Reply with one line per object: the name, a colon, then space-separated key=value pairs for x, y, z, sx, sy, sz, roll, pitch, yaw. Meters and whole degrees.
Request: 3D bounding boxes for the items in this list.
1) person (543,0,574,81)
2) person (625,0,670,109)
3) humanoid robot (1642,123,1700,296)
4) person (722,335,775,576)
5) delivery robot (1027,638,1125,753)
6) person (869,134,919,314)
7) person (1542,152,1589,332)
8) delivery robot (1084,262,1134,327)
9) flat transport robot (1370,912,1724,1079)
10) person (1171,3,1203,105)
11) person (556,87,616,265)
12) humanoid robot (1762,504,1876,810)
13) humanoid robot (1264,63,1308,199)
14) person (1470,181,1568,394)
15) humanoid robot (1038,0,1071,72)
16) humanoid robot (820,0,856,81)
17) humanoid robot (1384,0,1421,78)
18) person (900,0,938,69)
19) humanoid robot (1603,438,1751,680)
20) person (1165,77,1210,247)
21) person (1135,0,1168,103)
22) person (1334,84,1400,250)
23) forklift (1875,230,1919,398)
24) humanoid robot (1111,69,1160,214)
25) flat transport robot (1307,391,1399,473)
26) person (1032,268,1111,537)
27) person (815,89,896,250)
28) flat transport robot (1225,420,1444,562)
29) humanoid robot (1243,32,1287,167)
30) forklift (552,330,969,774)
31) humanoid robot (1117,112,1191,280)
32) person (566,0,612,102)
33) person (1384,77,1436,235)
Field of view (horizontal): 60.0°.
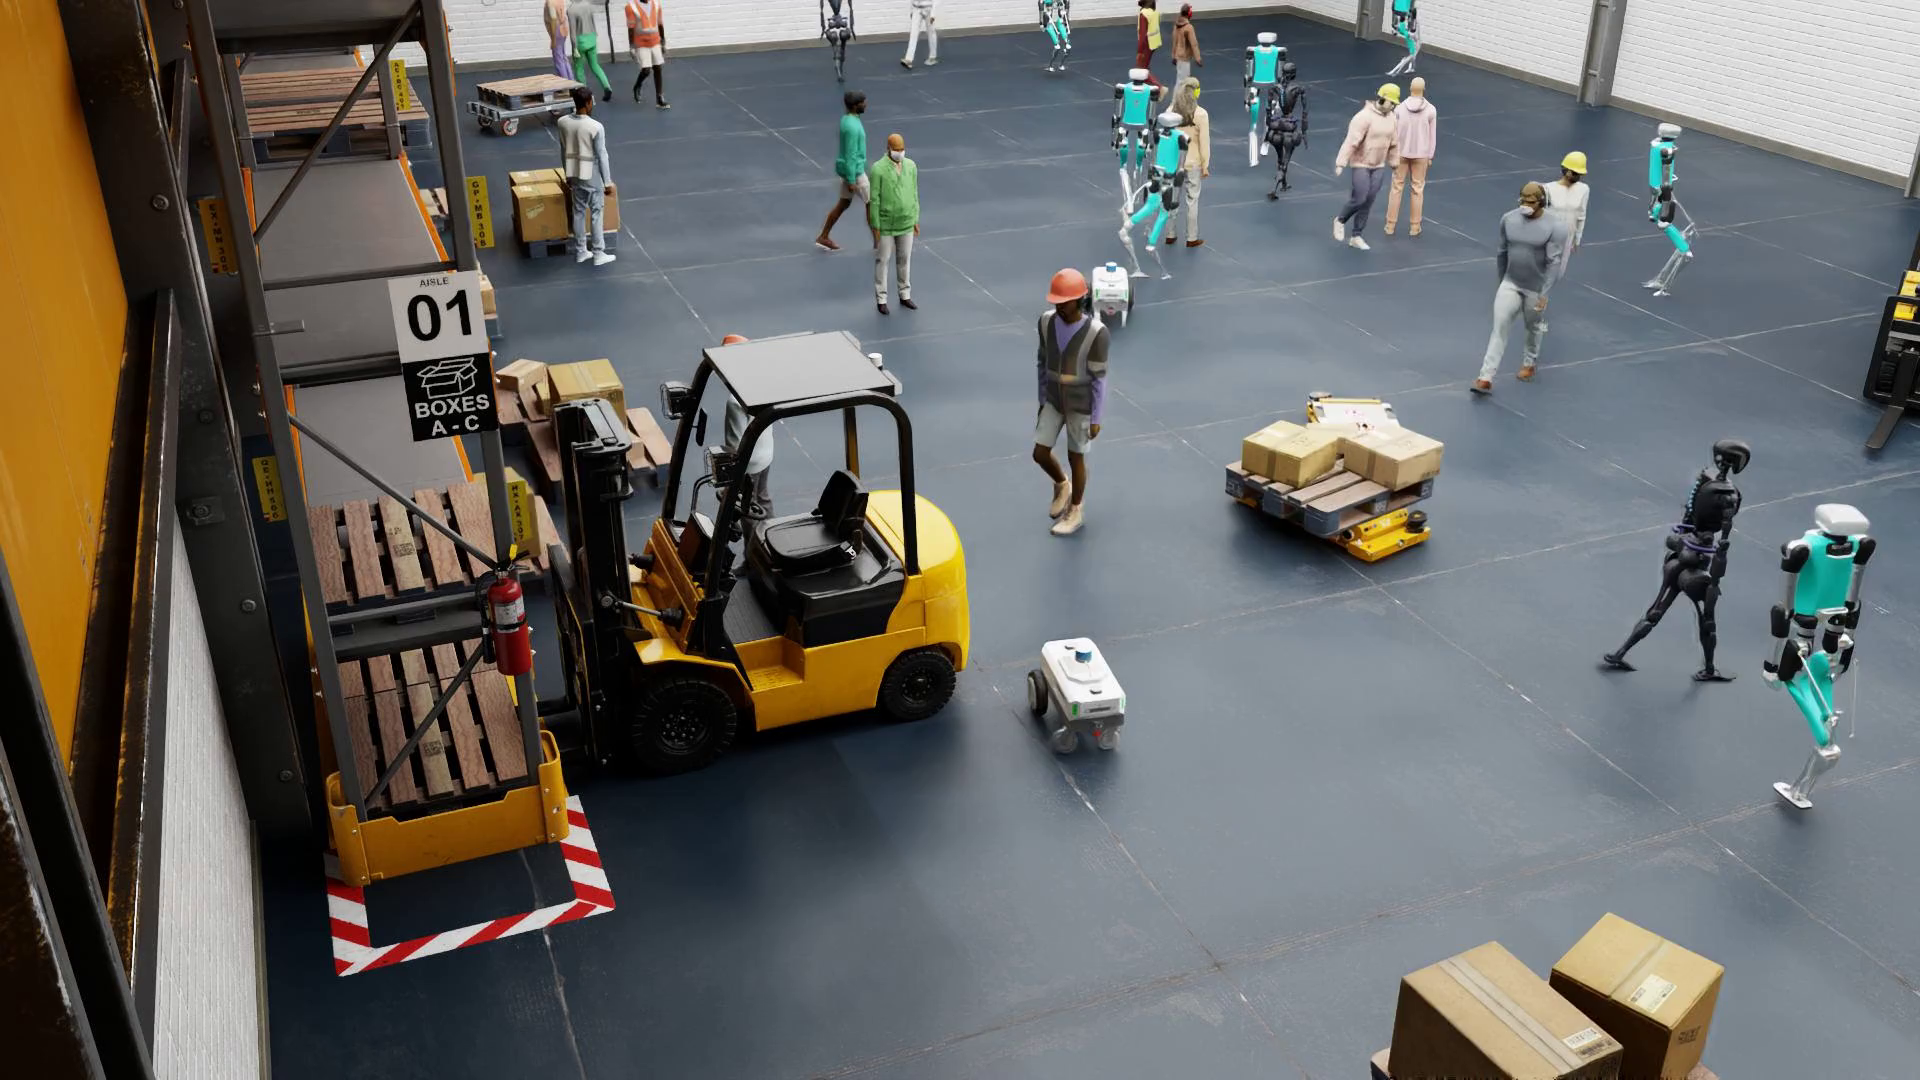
person: x=-6.235 y=-7.805 z=25.779 sx=0.379 sy=1.844 sz=0.583 roll=-2 pitch=27 yaw=-4
person: x=-4.708 y=-7.460 z=24.965 sx=0.684 sy=1.939 sz=0.542 roll=-21 pitch=33 yaw=-35
humanoid robot: x=7.330 y=-3.365 z=17.033 sx=0.706 sy=1.772 sz=0.531 roll=3 pitch=27 yaw=7
person: x=-1.482 y=-0.584 z=11.508 sx=0.352 sy=1.742 sz=0.572 roll=7 pitch=28 yaw=14
delivery robot: x=0.711 y=0.885 z=9.901 sx=0.515 sy=0.588 sz=0.759 roll=-6 pitch=27 yaw=-12
person: x=-0.651 y=-3.157 z=16.585 sx=0.535 sy=1.782 sz=0.384 roll=-13 pitch=30 yaw=-25
person: x=5.787 y=-2.973 z=16.272 sx=0.545 sy=1.735 sz=0.697 roll=-3 pitch=27 yaw=-7
delivery robot: x=1.497 y=-2.468 z=16.584 sx=0.499 sy=0.600 sz=0.801 roll=1 pitch=27 yaw=2
flat transport robot: x=2.491 y=2.527 z=6.961 sx=0.659 sy=0.231 sz=1.431 roll=-13 pitch=29 yaw=-24
person: x=3.347 y=-7.061 z=24.509 sx=0.526 sy=1.637 sz=0.495 roll=-10 pitch=28 yaw=-18
person: x=-4.036 y=-3.915 z=17.955 sx=0.597 sy=1.909 sz=0.399 roll=12 pitch=29 yaw=22
humanoid robot: x=4.666 y=0.766 z=8.921 sx=0.538 sy=1.862 sz=0.757 roll=-7 pitch=28 yaw=-14
humanoid robot: x=4.019 y=-5.063 z=20.550 sx=0.600 sy=1.624 sz=0.795 roll=19 pitch=32 yaw=33
person: x=4.946 y=-2.221 z=14.615 sx=0.635 sy=1.884 sz=1.016 roll=20 pitch=33 yaw=35
humanoid robot: x=1.590 y=-8.458 z=27.027 sx=0.533 sy=1.677 sz=0.735 roll=-8 pitch=28 yaw=-15
humanoid robot: x=-1.979 y=-8.286 z=26.976 sx=0.584 sy=1.655 sz=0.696 roll=-4 pitch=27 yaw=-8
humanoid robot: x=7.276 y=-8.324 z=26.905 sx=1.003 sy=1.735 sz=0.544 roll=-14 pitch=30 yaw=-26
person: x=-0.646 y=-8.822 z=27.789 sx=0.592 sy=1.823 sz=1.013 roll=13 pitch=30 yaw=24
humanoid robot: x=4.497 y=0.123 z=10.253 sx=0.799 sy=1.626 sz=0.608 roll=0 pitch=27 yaw=0
person: x=2.511 y=-4.208 z=18.573 sx=0.555 sy=1.876 sz=0.406 roll=15 pitch=30 yaw=28
person: x=2.873 y=-7.439 z=25.139 sx=0.589 sy=1.754 sz=0.469 roll=13 pitch=29 yaw=23
person: x=4.518 y=-4.152 z=18.503 sx=0.872 sy=1.829 sz=0.495 roll=-13 pitch=29 yaw=-24
forklift: x=9.029 y=-2.397 z=14.618 sx=1.214 sy=2.155 sz=2.313 roll=18 pitch=32 yaw=32
humanoid robot: x=2.077 y=-4.779 z=19.935 sx=0.547 sy=1.833 sz=0.908 roll=2 pitch=27 yaw=5
flat transport robot: x=3.278 y=-0.865 z=13.708 sx=0.659 sy=0.231 sz=1.431 roll=2 pitch=27 yaw=3
person: x=0.772 y=-0.976 z=11.981 sx=0.607 sy=2.026 sz=0.432 roll=18 pitch=32 yaw=32
person: x=-1.184 y=-4.080 z=18.393 sx=0.948 sy=1.804 sz=0.510 roll=-5 pitch=27 yaw=-10
flat transport robot: x=2.750 y=-0.250 z=12.485 sx=0.659 sy=0.231 sz=1.431 roll=-19 pitch=32 yaw=-32
humanoid robot: x=4.043 y=-5.888 z=22.124 sx=0.530 sy=1.775 sz=1.014 roll=6 pitch=27 yaw=11
forklift: x=-1.094 y=0.010 z=9.831 sx=2.313 sy=2.155 sz=1.214 roll=-10 pitch=28 yaw=-20
humanoid robot: x=1.957 y=-3.541 z=17.431 sx=0.835 sy=1.780 sz=0.563 roll=-15 pitch=30 yaw=-27
person: x=-5.690 y=-7.594 z=25.363 sx=0.722 sy=1.825 sz=0.559 roll=21 pitch=33 yaw=35
person: x=5.143 y=-4.365 z=18.984 sx=0.521 sy=1.783 sz=0.401 roll=6 pitch=27 yaw=12
